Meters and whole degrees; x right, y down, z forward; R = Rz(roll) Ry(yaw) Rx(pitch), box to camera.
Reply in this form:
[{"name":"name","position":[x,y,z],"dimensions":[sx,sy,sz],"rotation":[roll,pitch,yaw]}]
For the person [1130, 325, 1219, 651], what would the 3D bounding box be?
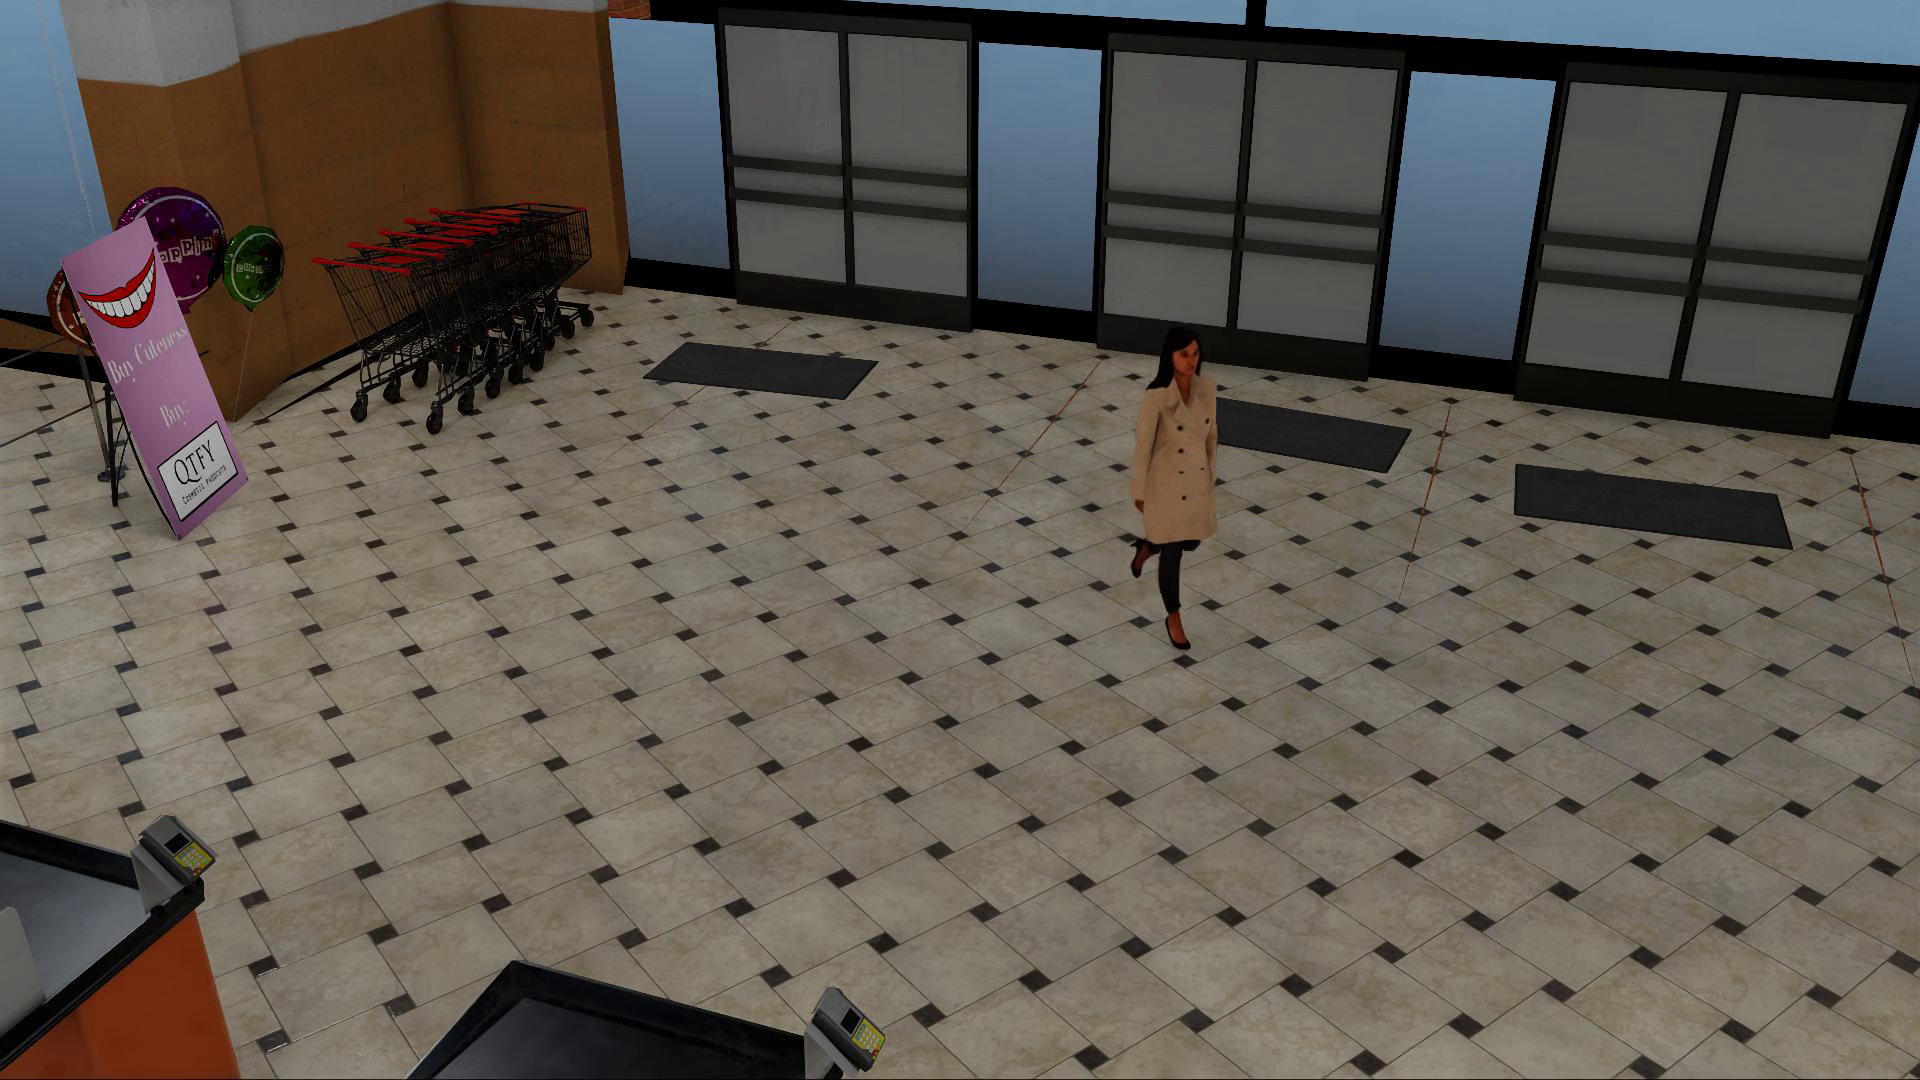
[{"name":"person","position":[1.041,-0.288,8.361],"dimensions":[0.965,1.666,1.032],"rotation":[-11,29,-21]}]
